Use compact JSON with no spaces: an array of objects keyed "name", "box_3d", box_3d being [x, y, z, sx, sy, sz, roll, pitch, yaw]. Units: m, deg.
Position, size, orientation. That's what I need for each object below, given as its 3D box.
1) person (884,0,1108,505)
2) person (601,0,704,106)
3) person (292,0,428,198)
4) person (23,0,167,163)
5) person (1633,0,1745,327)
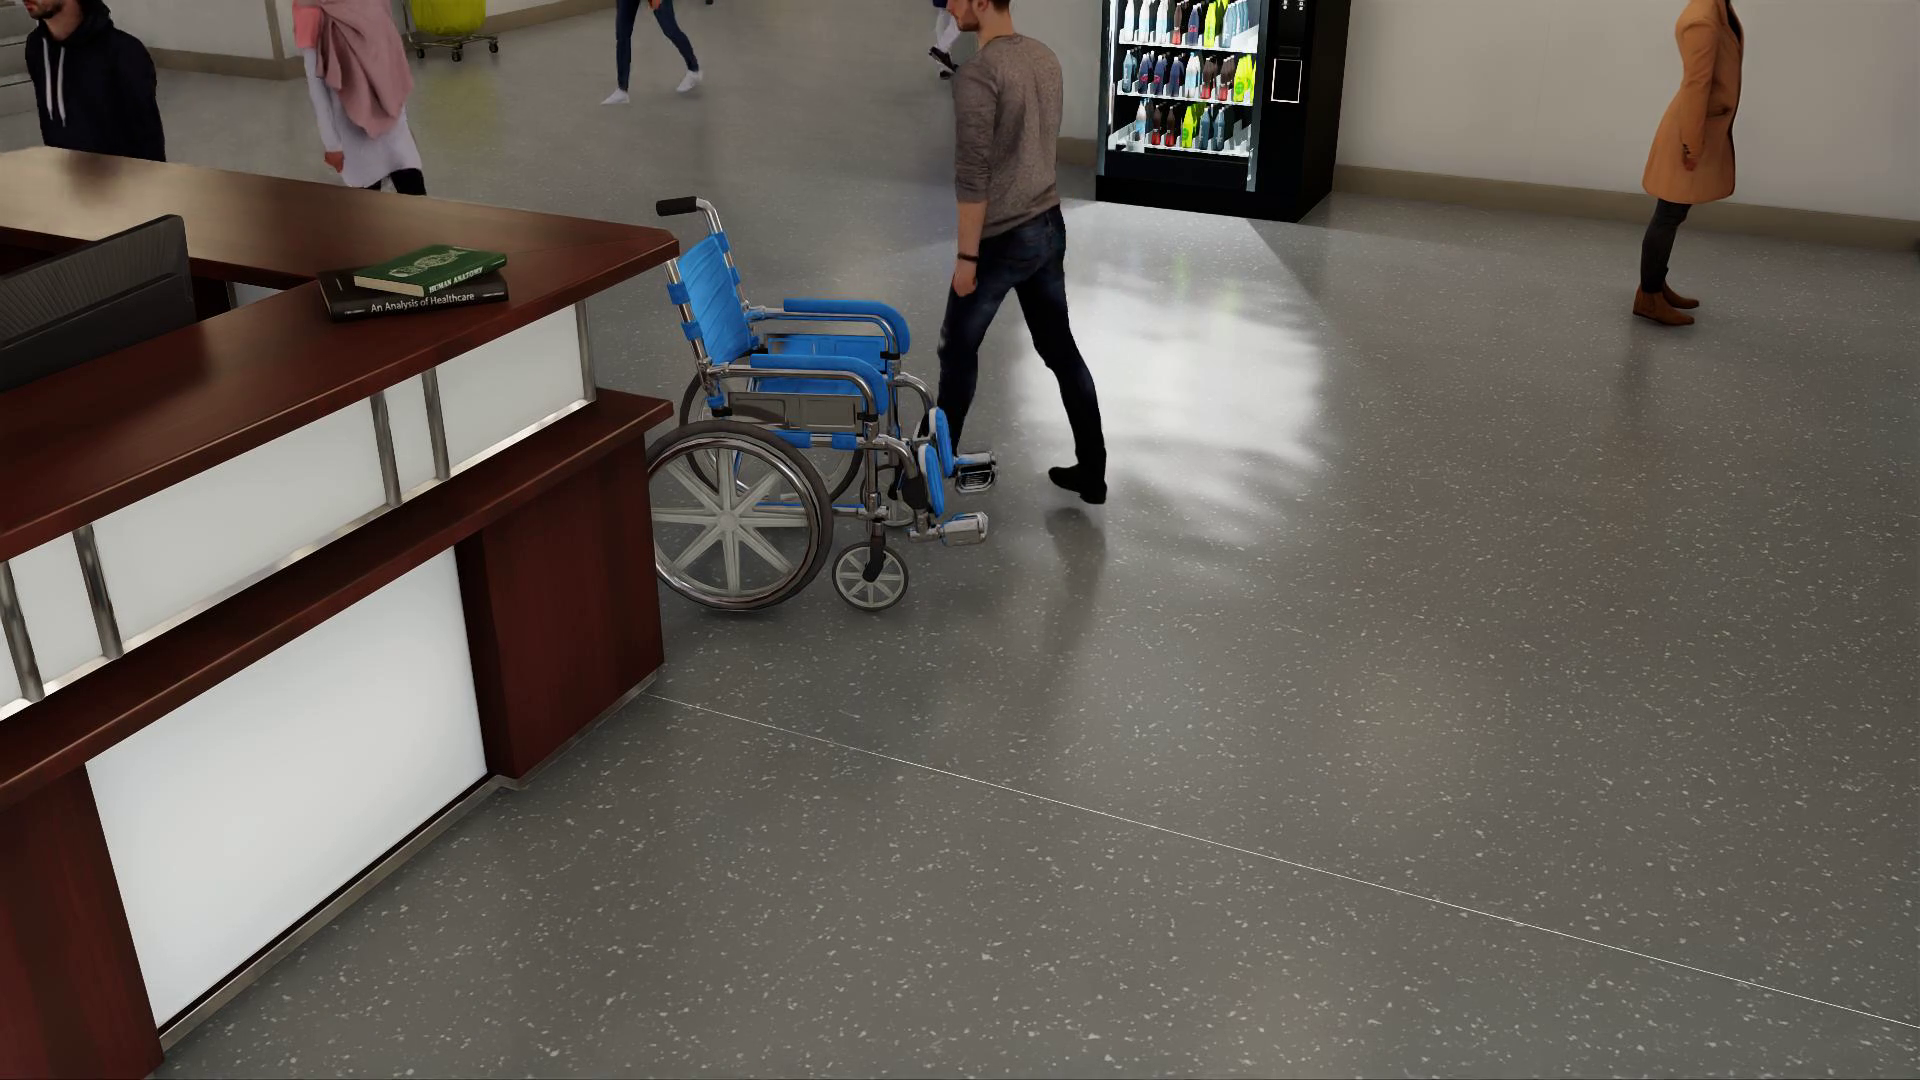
[{"name":"person","box_3d":[0.225,-0.961,5.542,1.169,1.853,0.921,21,33,36]},{"name":"person","box_3d":[-2.209,-4.044,12.129,1.174,1.684,0.811,17,30,31]},{"name":"person","box_3d":[-2.712,-1.839,7.426,0.755,1.797,0.702,17,30,31]},{"name":"person","box_3d":[-2.999,-1.231,6.086,0.741,1.866,0.807,8,27,16]},{"name":"person","box_3d":[3.302,-1.864,7.509,0.608,1.728,0.634,13,28,24]}]
